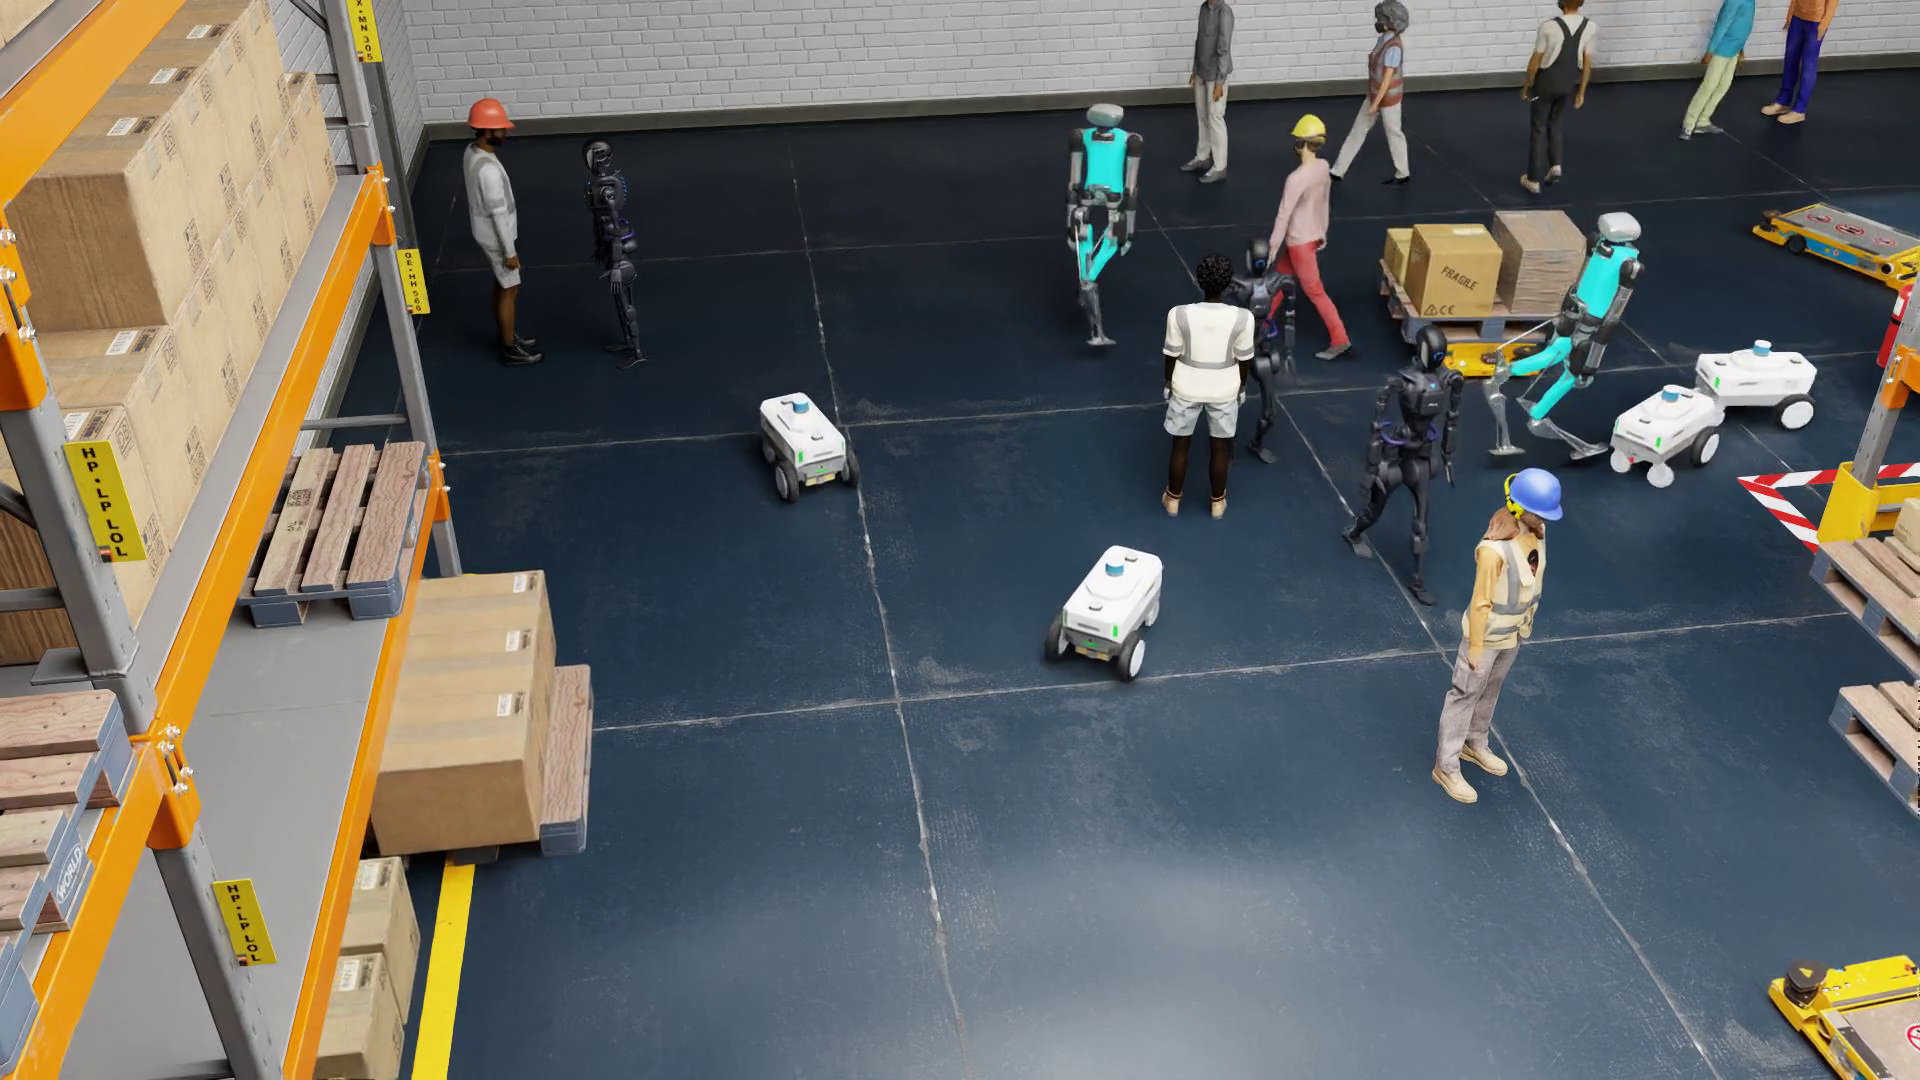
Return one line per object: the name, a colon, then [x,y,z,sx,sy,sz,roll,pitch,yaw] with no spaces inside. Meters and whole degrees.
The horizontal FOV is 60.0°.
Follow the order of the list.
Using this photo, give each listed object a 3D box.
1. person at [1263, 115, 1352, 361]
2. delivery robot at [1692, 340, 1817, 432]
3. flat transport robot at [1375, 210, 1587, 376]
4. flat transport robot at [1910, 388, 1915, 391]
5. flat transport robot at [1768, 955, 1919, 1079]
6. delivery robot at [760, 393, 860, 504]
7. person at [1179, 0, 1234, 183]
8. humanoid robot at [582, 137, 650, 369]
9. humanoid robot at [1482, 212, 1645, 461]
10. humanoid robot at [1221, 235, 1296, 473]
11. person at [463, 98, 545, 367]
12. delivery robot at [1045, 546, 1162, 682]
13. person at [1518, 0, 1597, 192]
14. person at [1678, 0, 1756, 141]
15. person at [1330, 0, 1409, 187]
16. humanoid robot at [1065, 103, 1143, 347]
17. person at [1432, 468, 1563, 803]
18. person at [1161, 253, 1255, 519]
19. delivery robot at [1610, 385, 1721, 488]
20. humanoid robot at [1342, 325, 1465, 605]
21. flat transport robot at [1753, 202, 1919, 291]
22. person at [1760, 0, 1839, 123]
person: [2.457,-2.130,11.799,0.932,1.705,0.594,21,38,28]
delivery robot: [5.372,-1.050,11.218,0.790,0.614,0.499,-2,33,-2]
flat transport robot: [3.756,-1.608,12.316,0.659,0.231,1.431,-1,33,-1]
flat transport robot: [7.246,-1.032,11.434,0.659,0.231,1.431,-28,42,-36]
flat transport robot: [3.897,2.196,6.487,0.659,0.231,1.431,-7,34,-11]
delivery robot: [-0.989,-0.614,10.539,0.499,0.602,0.795,-15,36,-22]
person: [2.238,-4.121,14.691,0.391,1.889,0.537,-12,35,-18]
humanoid robot: [-2.426,-2.006,11.626,0.315,1.657,0.599,-13,35,-19]
humanoid robot: [3.670,-1.170,10.304,1.037,1.721,0.535,-5,33,-8]
humanoid robot: [1.805,-1.163,10.347,0.612,1.636,0.414,-6,34,-9]
person: [-3.197,-2.133,11.611,0.387,1.927,0.545,-15,36,-22]
delivery robot: [0.820,0.374,9.031,0.499,0.609,0.811,15,36,22]
person: [5.152,-3.937,14.459,0.493,1.824,0.421,-5,33,-7]
person: [7.183,-4.613,15.606,0.411,1.704,0.699,26,41,34]
person: [3.637,-3.865,14.507,0.864,1.639,0.441,-4,33,-6]
humanoid robot: [0.938,-2.147,11.812,0.549,1.717,1.042,11,35,16]
person: [2.532,0.434,7.811,0.459,1.773,0.315,-27,42,-35]
person: [1.464,-0.896,9.927,0.534,1.692,0.320,3,33,5]
delivery robot: [4.528,-0.714,10.689,0.770,0.599,0.513,-25,41,-33]
humanoid robot: [2.499,-0.482,9.353,0.584,1.634,0.786,-10,34,-15]
flat transport robot: [7.288,-2.398,13.527,0.659,0.231,1.431,-19,38,-26]
person: [8.175,-5.035,16.019,0.405,1.972,0.517,-12,35,-17]
